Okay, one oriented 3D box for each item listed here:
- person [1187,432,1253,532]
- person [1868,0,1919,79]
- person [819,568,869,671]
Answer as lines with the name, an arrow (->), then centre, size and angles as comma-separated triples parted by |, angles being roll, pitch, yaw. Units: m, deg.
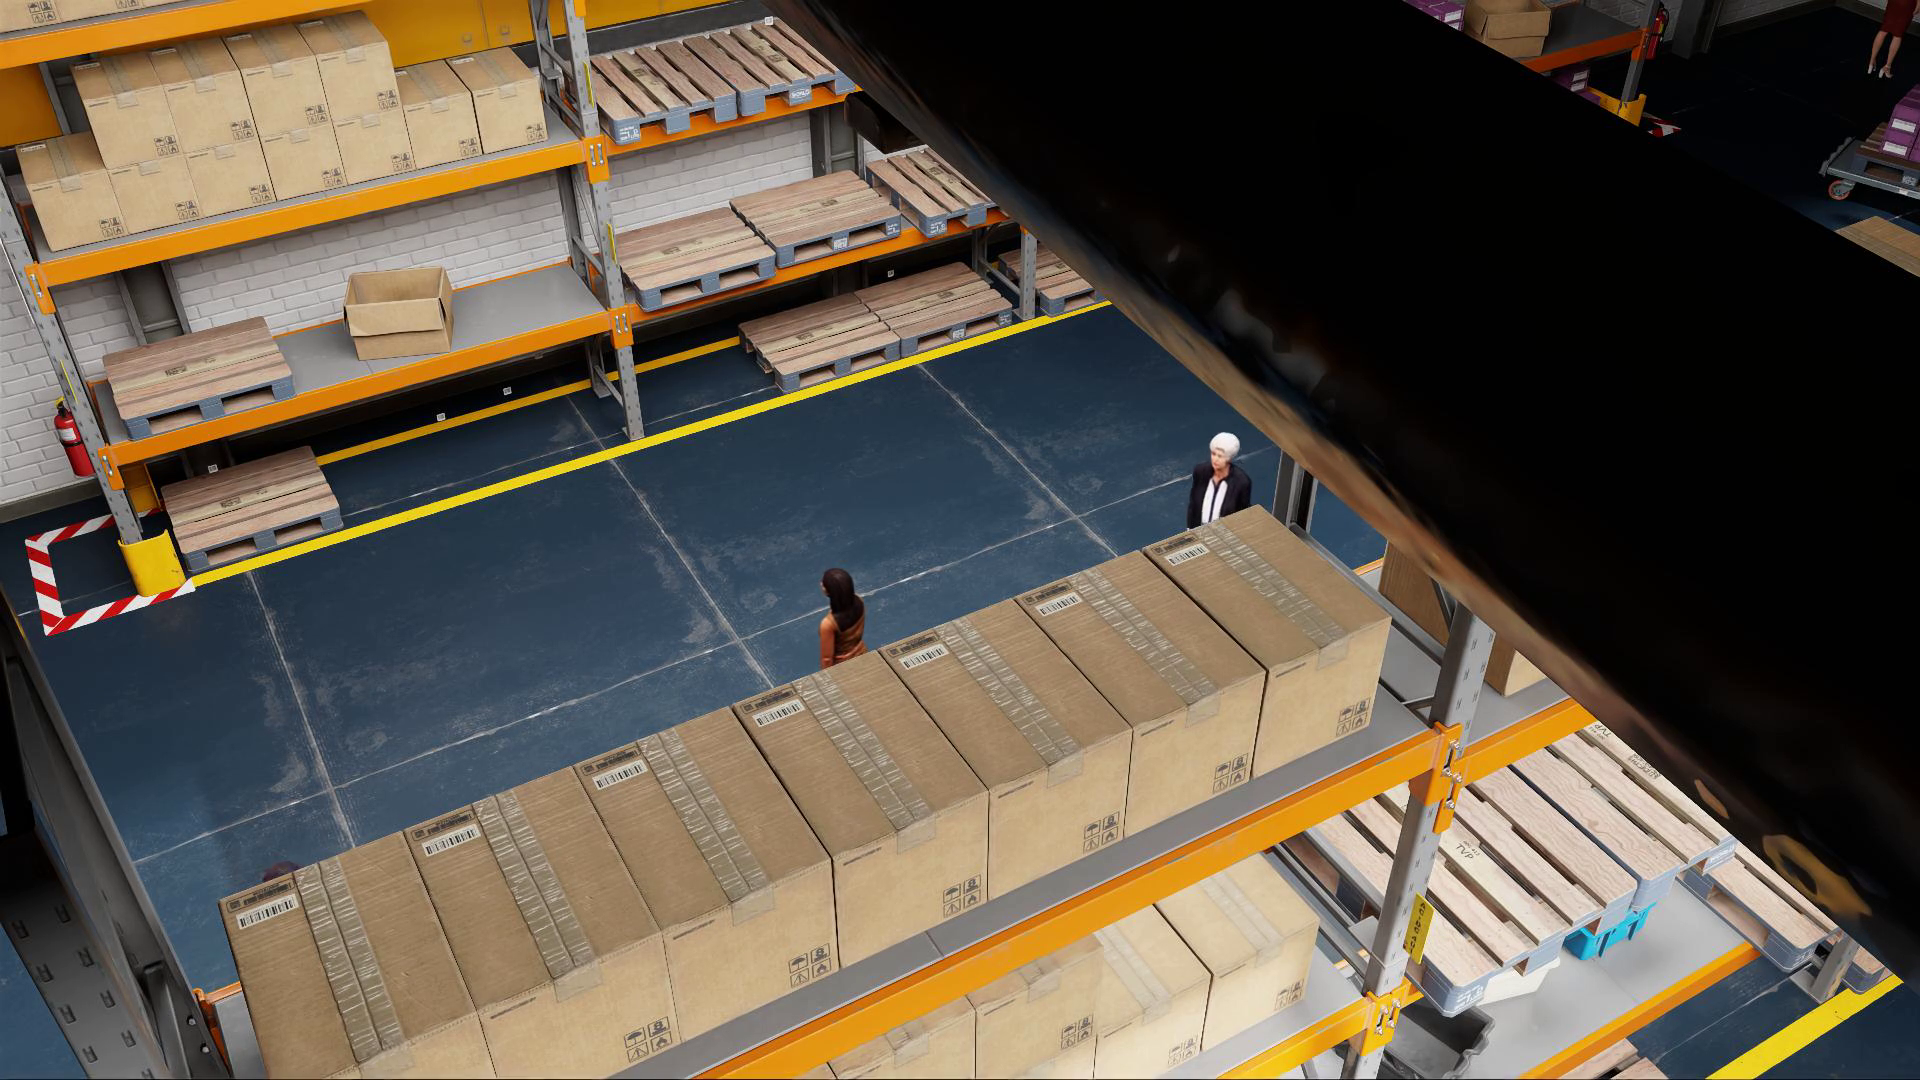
person -> 1.949, -0.048, 12.159 | 0.973, 1.770, 1.100 | 25, 45, 28
person -> 11.345, -6.450, 20.015 | 0.511, 1.752, 0.602 | -18, 42, -21
person -> -0.750, 0.853, 10.926 | 0.697, 1.683, 0.589 | 21, 43, 24
